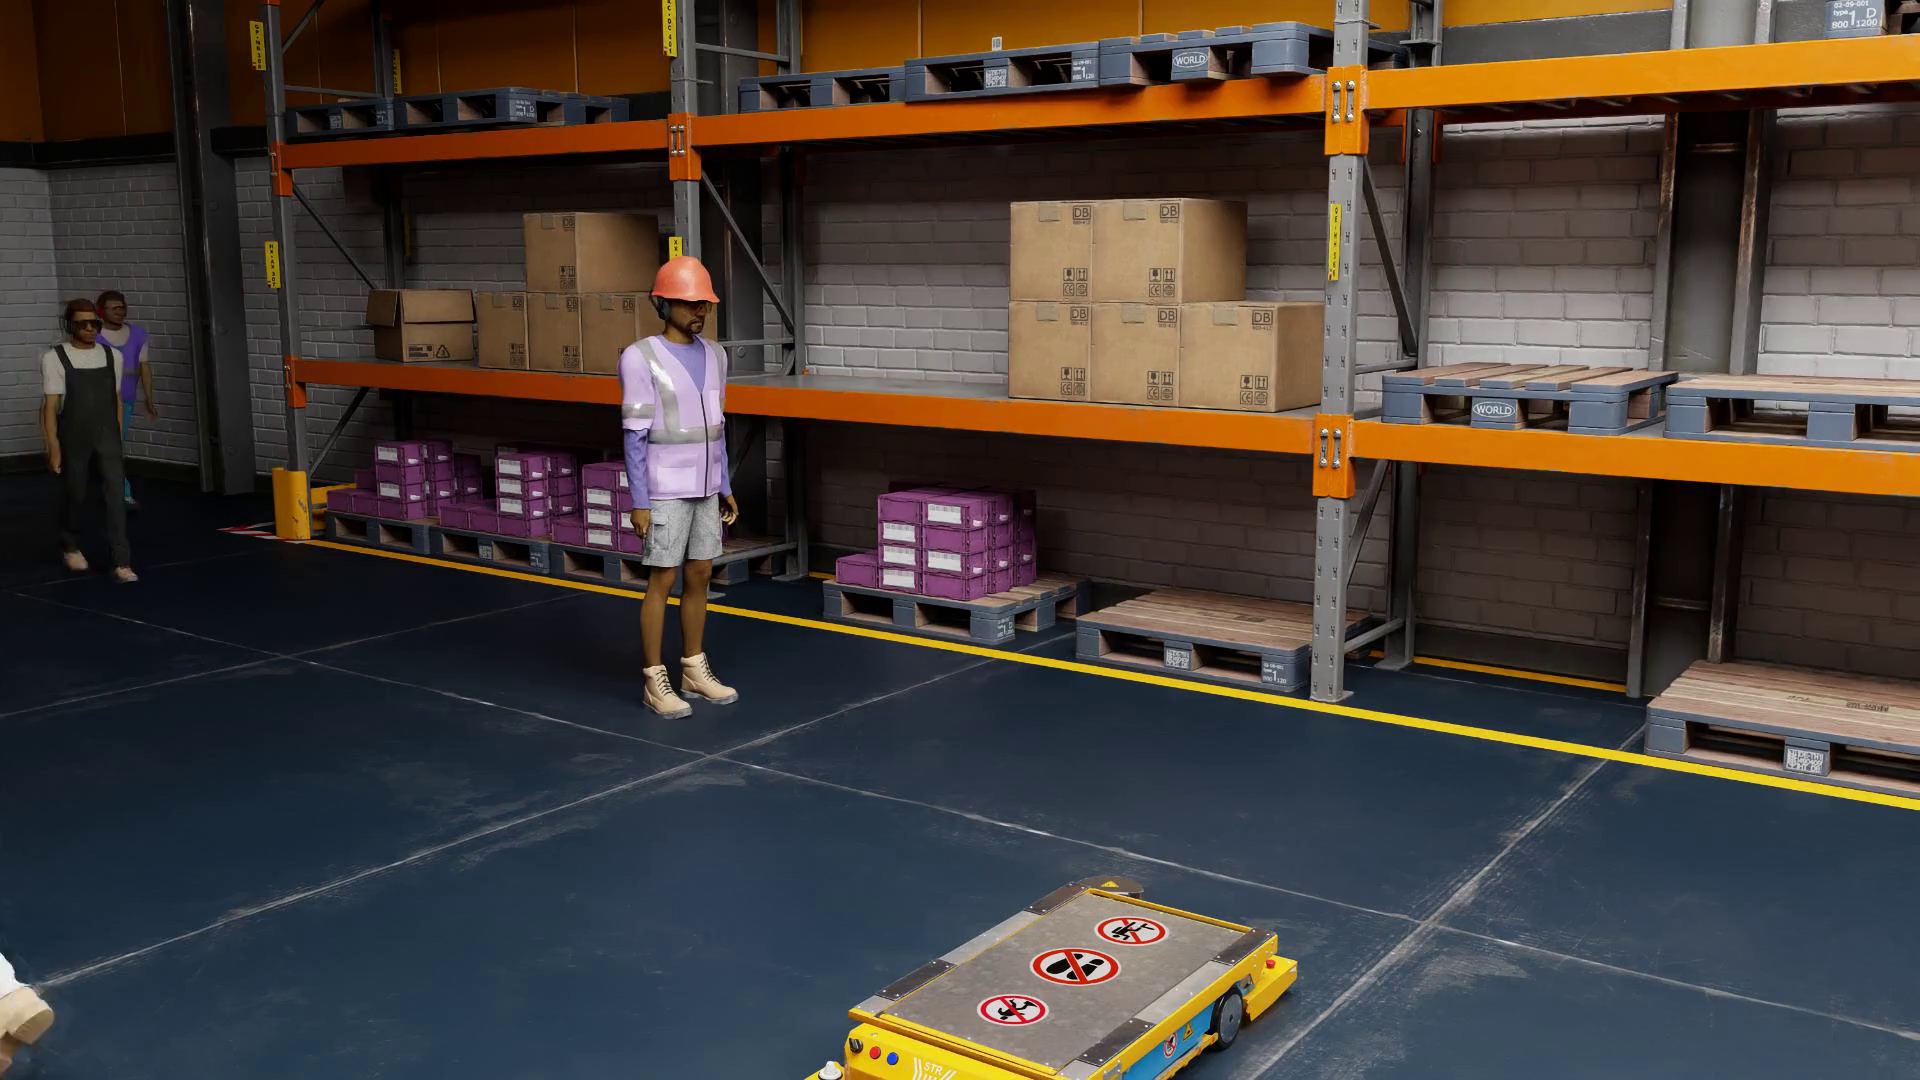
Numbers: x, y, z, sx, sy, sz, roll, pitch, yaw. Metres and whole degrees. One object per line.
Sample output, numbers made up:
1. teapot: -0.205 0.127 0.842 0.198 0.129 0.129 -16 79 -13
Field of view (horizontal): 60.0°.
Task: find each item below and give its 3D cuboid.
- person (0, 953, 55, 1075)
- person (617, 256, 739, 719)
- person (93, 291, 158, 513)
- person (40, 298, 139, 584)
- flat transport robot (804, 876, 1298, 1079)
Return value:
1. person: -2.650 0.478 3.938 0.838 1.803 0.668 3 10 16
2. person: -1.219 -0.234 7.428 0.387 2.039 0.616 7 12 35
3. person: -6.914 -1.135 13.578 0.955 1.788 0.566 7 12 35
4. person: -5.593 -0.645 10.622 0.980 1.801 0.521 9 13 44
5. flat transport robot: 0.254 1.194 4.191 0.652 0.197 1.431 7 12 35
